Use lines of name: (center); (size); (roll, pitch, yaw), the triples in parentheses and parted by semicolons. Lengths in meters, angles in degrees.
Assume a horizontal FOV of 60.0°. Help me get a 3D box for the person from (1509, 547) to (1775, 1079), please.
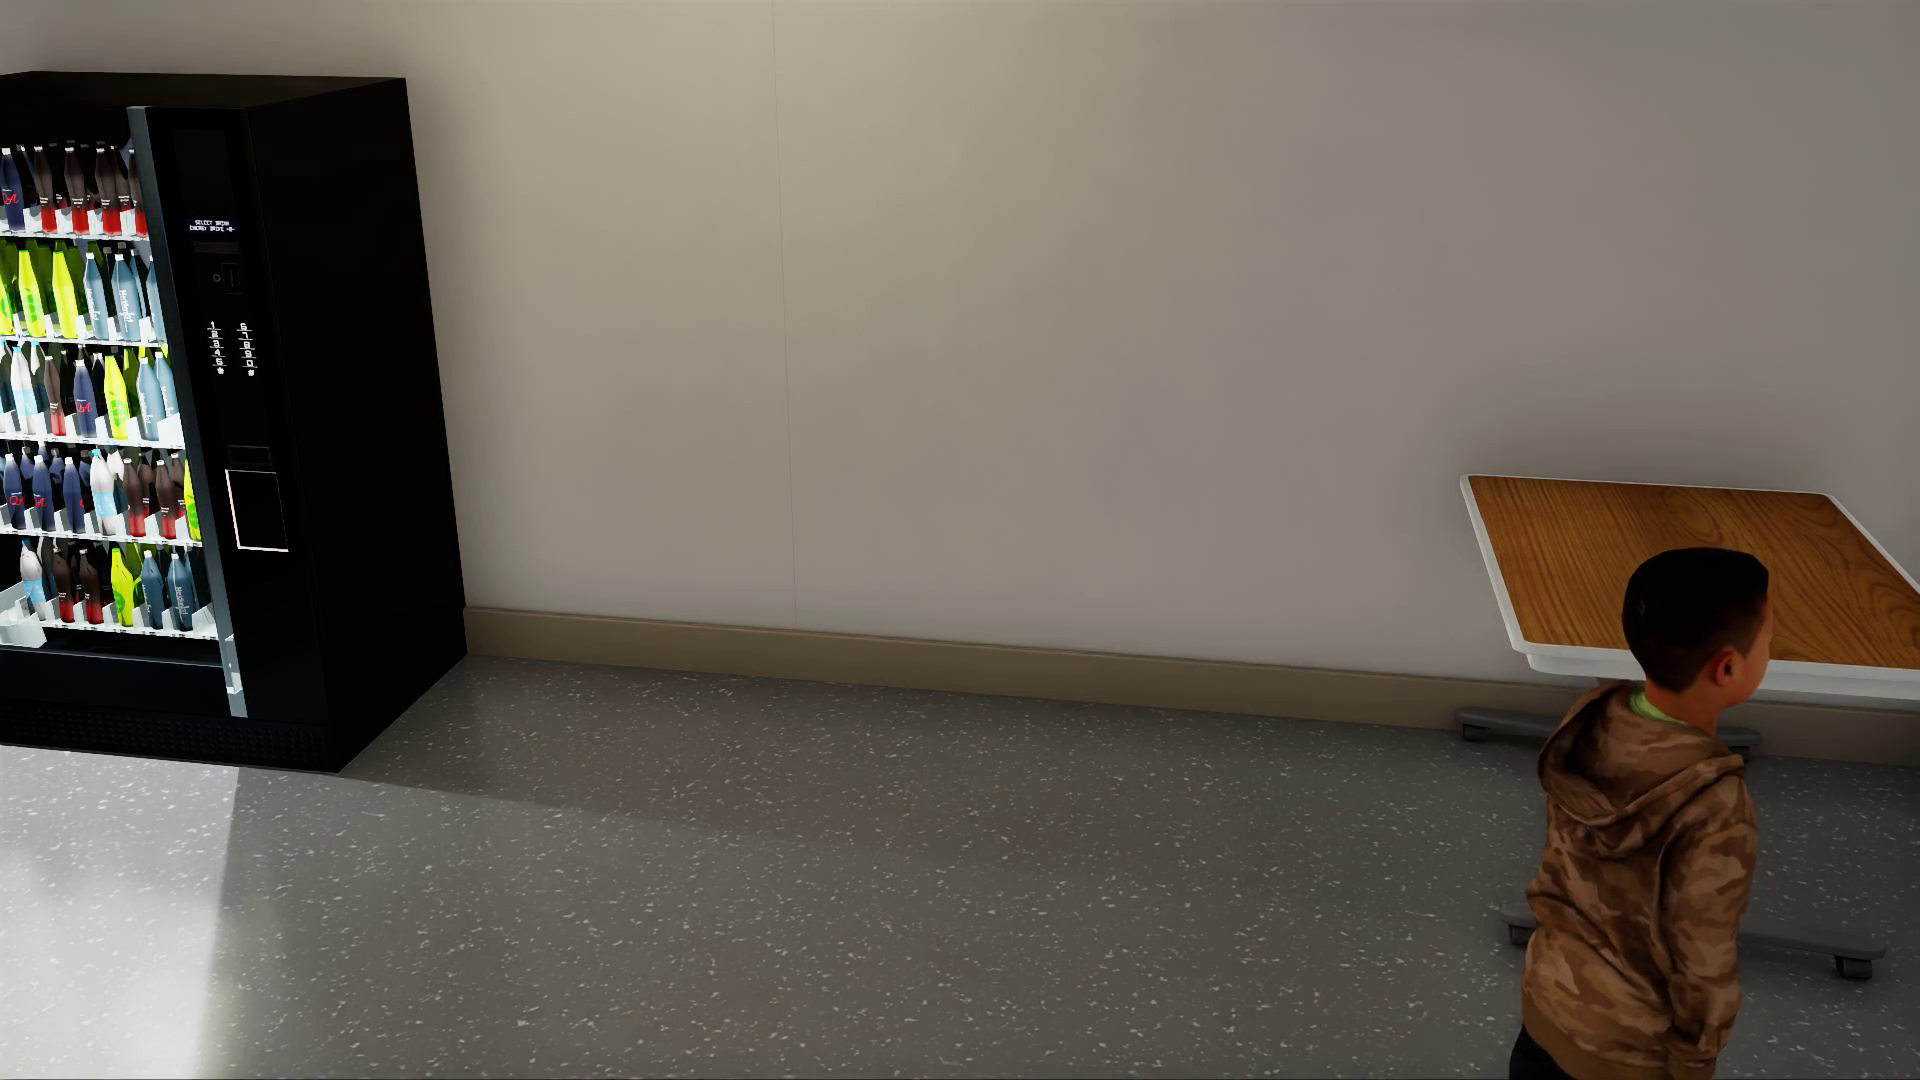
person: (0.992, 0.697, 2.553); (0.681, 1.453, 0.659); (-6, 22, -15)
